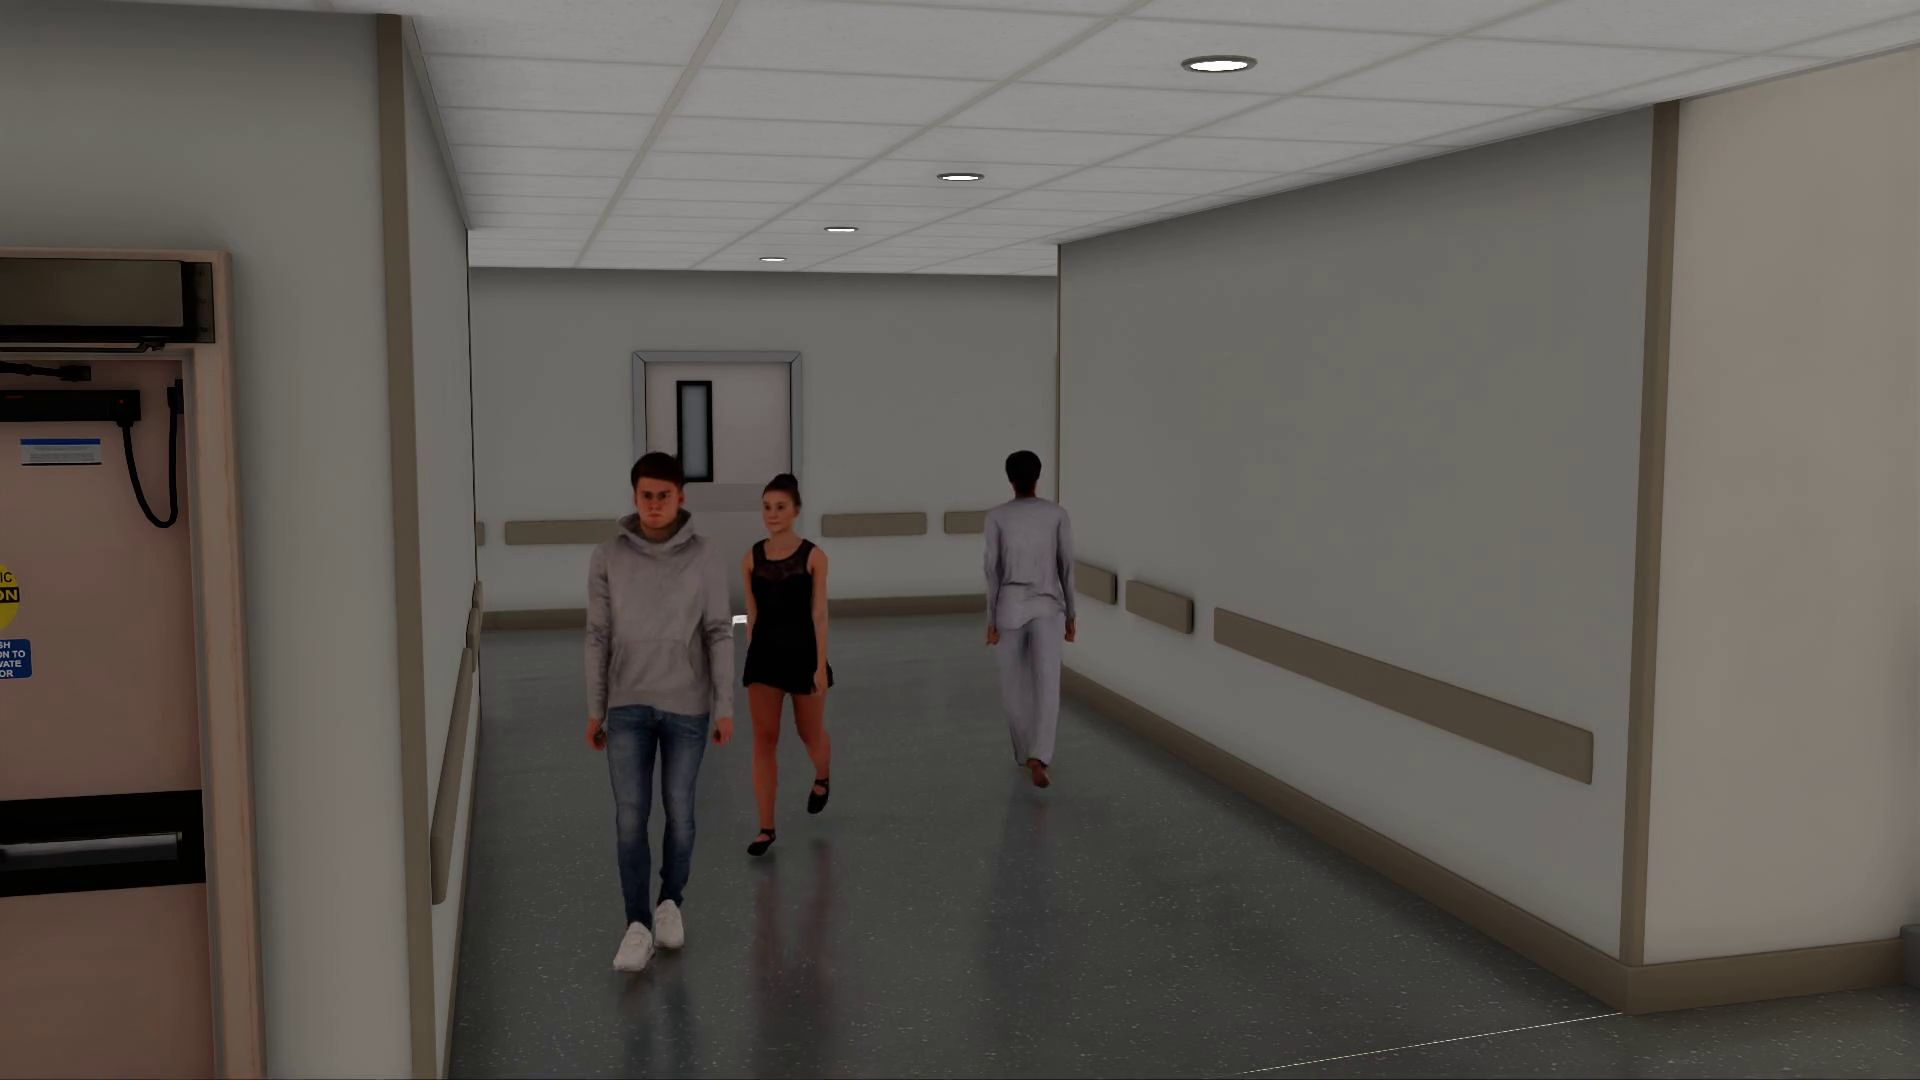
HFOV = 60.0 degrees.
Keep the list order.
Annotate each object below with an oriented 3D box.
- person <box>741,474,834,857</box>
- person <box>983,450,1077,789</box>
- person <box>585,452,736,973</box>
[{"bbox_3d":[-0.748,0.544,7.578,1.024,1.657,0.916,1,6,10],"label":"person"},{"bbox_3d":[0.357,0.422,8.589,1.176,1.697,0.927,0,6,3],"label":"person"},{"bbox_3d":[-1.099,0.597,6.149,0.864,1.837,0.806,-1,6,-9],"label":"person"}]
